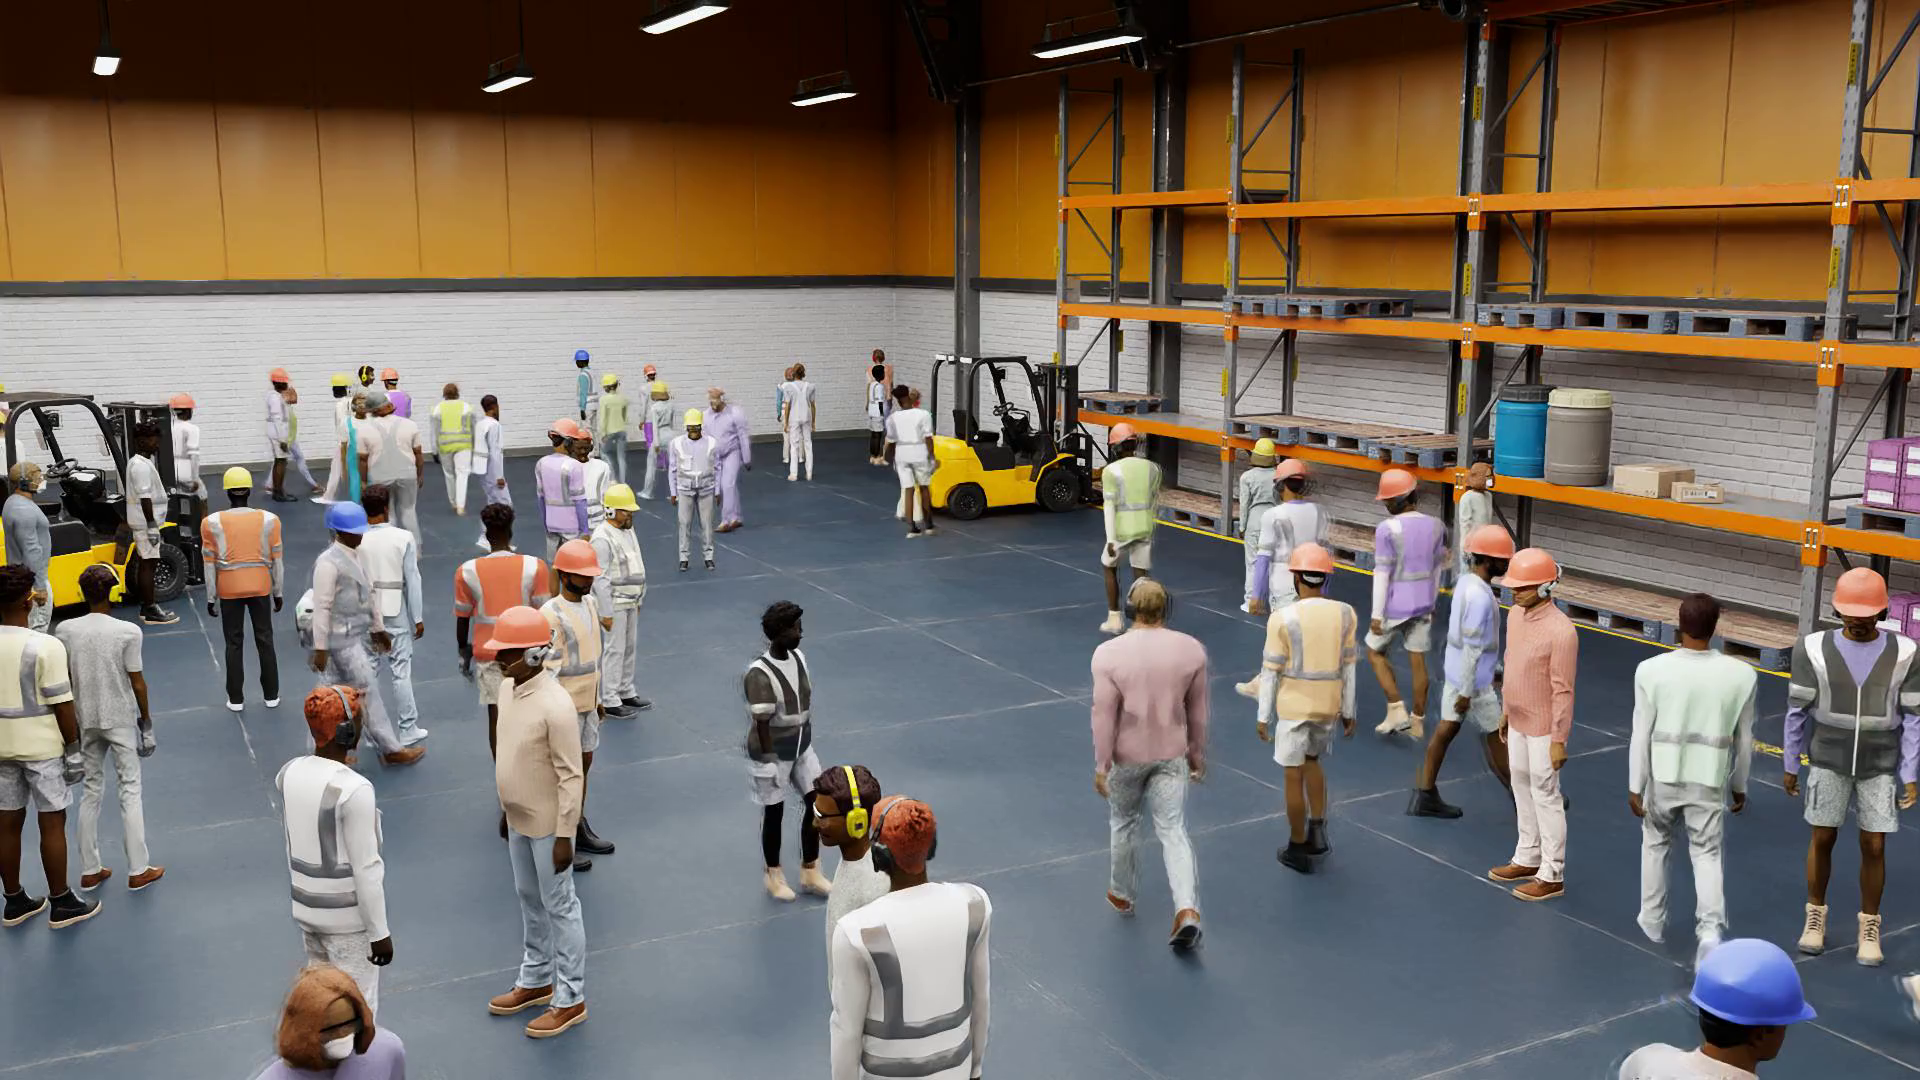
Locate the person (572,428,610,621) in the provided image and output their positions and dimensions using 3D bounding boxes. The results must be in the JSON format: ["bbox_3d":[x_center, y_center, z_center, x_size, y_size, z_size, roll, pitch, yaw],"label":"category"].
[{"bbox_3d":[-3.652,-0.139,16.106,0.573,1.887,0.356,-4,11,-24],"label":"person"}]

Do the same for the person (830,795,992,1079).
[{"bbox_3d":[-0.152,1.738,5.347,0.574,1.876,0.355,-6,12,-33],"label":"person"}]

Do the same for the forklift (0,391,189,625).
[{"bbox_3d":[-9.026,-0.363,16.508,1.214,2.155,2.313,6,11,29],"label":"forklift"}]

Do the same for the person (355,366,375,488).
[{"bbox_3d":[-8.992,-1.709,25.233,0.318,1.860,0.519,-1,10,-8],"label":"person"}]

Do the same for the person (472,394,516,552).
[{"bbox_3d":[-5.570,-0.774,19.784,0.438,1.892,0.655,-6,11,-30],"label":"person"}]

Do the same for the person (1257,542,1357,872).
[{"bbox_3d":[1.996,0.968,9.649,0.577,1.914,0.435,-3,10,-15],"label":"person"}]

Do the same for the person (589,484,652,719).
[{"bbox_3d":[-2.620,0.469,12.808,0.403,1.819,0.601,2,10,10],"label":"person"}]

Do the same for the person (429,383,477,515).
[{"bbox_3d":[-6.937,-1.258,22.855,0.622,1.791,1.004,-2,10,-10],"label":"person"}]

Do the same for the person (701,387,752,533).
[{"bbox_3d":[-3.055,-1.030,21.309,0.651,1.861,0.815,7,12,33],"label":"person"}]

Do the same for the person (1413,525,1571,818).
[{"bbox_3d":[3.355,0.845,10.398,0.984,1.890,0.551,1,10,4],"label":"person"}]

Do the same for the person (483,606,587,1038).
[{"bbox_3d":[-1.953,1.277,7.641,0.391,1.995,0.613,-9,13,-41],"label":"person"}]

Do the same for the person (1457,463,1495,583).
[{"bbox_3d":[4.822,0.086,15.533,0.279,1.634,0.498,10,14,44],"label":"person"}]

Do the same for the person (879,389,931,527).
[{"bbox_3d":[-0.656,-1.071,21.783,0.597,1.792,0.948,-6,12,-32],"label":"person"}]

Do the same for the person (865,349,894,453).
[{"bbox_3d":[-1.425,-2.481,29.702,0.565,1.847,0.396,-7,12,-34],"label":"person"}]

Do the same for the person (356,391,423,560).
[{"bbox_3d":[-6.554,-0.748,19.170,0.725,2.000,0.541,-4,11,-22],"label":"person"}]

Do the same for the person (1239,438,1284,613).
[{"bbox_3d":[3.009,-0.143,16.532,0.493,1.746,0.283,0,10,-2],"label":"person"}]

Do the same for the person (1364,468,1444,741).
[{"bbox_3d":[3.259,0.480,12.171,0.665,2.016,0.438,-4,11,-22],"label":"person"}]

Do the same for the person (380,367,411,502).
[{"bbox_3d":[-8.132,-1.510,23.879,0.369,1.930,0.547,7,12,36],"label":"person"}]

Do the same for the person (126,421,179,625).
[{"bbox_3d":[-7.833,-0.167,16.058,0.374,1.960,0.600,-6,11,-30],"label":"person"}]

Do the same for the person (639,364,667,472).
[{"bbox_3d":[-5.020,-1.983,27.112,0.339,1.748,0.567,8,13,40],"label":"person"}]

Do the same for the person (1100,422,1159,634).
[{"bbox_3d":[1.556,-0.082,15.449,0.618,2.005,0.697,-4,11,-23],"label":"person"}]

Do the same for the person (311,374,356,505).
[{"bbox_3d":[-8.660,-1.413,23.500,1.004,1.871,0.591,1,10,6],"label":"person"}]

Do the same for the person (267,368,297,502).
[{"bbox_3d":[-9.752,-1.501,23.891,0.408,1.916,0.593,-4,11,-22],"label":"person"}]

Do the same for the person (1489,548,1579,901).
[{"bbox_3d":[3.160,1.015,9.224,0.434,1.976,0.613,-2,10,-10],"label":"person"}]

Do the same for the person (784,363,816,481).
[{"bbox_3d":[-2.509,-1.840,26.020,0.506,1.846,0.345,-4,11,-20],"label":"person"}]

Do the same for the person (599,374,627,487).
[{"bbox_3d":[-5.213,-1.618,24.971,0.540,1.750,0.451,-10,14,-44],"label":"person"}]

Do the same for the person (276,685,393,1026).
[{"bbox_3d":[-2.489,1.504,6.686,0.580,1.879,0.352,8,13,38],"label":"person"}]

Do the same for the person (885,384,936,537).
[{"bbox_3d":[-0.598,-1.014,21.055,0.692,1.911,0.706,2,10,11],"label":"person"}]

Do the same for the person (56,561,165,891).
[{"bbox_3d":[-4.795,1.053,9.360,0.504,1.852,0.344,1,10,3],"label":"person"}]

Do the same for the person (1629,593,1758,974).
[{"bbox_3d":[3.675,1.210,8.363,0.596,1.884,0.863,2,10,11],"label":"person"}]

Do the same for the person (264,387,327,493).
[{"bbox_3d":[-9.929,-1.472,24.641,0.870,1.586,0.509,-6,11,-30],"label":"person"}]

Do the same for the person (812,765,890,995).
[{"bbox_3d":[-0.354,1.673,5.748,0.335,1.864,0.505,-2,10,-12],"label":"person"}]

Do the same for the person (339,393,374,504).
[{"bbox_3d":[-7.367,-0.887,20.531,0.509,1.846,0.342,-5,11,-27],"label":"person"}]

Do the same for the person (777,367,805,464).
[{"bbox_3d":[-2.841,-2.107,28.156,0.523,1.636,0.311,-1,10,-9],"label":"person"}]

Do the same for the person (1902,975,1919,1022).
[{"bbox_3d":[4.518,1.503,7.242,0.593,1.679,0.541,8,12,37],"label":"person"}]

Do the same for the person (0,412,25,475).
[{"bbox_3d":[-11.099,-0.617,19.282,0.545,1.735,0.728,-5,11,-25],"label":"person"}]

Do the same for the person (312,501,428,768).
[{"bbox_3d":[-4.103,0.664,11.432,0.877,1.894,0.615,-2,10,-10],"label":"person"}]

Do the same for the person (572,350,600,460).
[{"bbox_3d":[-6.305,-2.240,28.069,0.414,1.939,0.614,1,10,5],"label":"person"}]

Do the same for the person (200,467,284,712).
[{"bbox_3d":[-5.598,0.385,13.017,0.581,1.918,0.393,-6,12,-32],"label":"person"}]

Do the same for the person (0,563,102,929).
[{"bbox_3d":[-4.931,1.089,8.805,0.613,1.965,0.361,2,10,9],"label":"person"}]

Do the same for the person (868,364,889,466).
[{"bbox_3d":[-1.370,-2.096,27.916,0.316,1.695,0.542,-3,10,-17],"label":"person"}]

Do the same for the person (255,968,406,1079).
[{"bbox_3d":[-1.783,1.966,4.767,0.385,1.611,0.565,9,13,41],"label":"person"}]

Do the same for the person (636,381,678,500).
[{"bbox_3d":[-4.350,-1.436,24.043,0.811,1.713,0.484,7,12,35],"label":"person"}]

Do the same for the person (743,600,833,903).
[{"bbox_3d":[-0.920,1.182,9.111,0.521,1.682,0.573,8,13,38],"label":"person"}]

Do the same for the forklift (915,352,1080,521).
[{"bbox_3d":[0.460,-1.461,22.833,2.313,2.155,1.214,-5,11,-28],"label":"forklift"}]

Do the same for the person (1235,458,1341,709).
[{"bbox_3d":[2.594,0.365,12.967,0.640,1.982,1.039,-8,12,-37],"label":"person"}]

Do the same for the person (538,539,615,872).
[{"bbox_3d":[-2.225,0.948,9.710,0.377,1.932,0.551,3,10,17],"label":"person"}]

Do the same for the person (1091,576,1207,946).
[{"bbox_3d":[1.010,1.144,8.686,0.644,1.913,0.927,-2,10,-11],"label":"person"}]

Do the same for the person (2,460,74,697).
[{"bbox_3d":[-7.396,0.327,13.278,0.372,1.940,0.630,-7,12,-36],"label":"person"}]

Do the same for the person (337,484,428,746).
[{"bbox_3d":[-4.189,0.550,12.048,0.587,1.920,0.391,0,10,-1],"label":"person"}]

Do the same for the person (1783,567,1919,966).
[{"bbox_3d":[4.502,1.131,8.407,0.623,2.028,0.410,5,11,26],"label":"person"}]

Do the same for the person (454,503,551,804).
[{"bbox_3d":[-2.999,0.715,11.024,0.650,1.936,0.880,-2,10,-13],"label":"person"}]

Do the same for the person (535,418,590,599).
[{"bbox_3d":[-3.686,-0.127,15.610,0.606,2.037,0.382,7,12,34],"label":"person"}]

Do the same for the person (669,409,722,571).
[{"bbox_3d":[-2.974,-0.564,18.708,0.590,1.833,0.403,-2,10,-13],"label":"person"}]

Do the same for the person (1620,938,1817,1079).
[{"bbox_3d":[1.964,1.912,4.175,0.757,1.921,0.646,-3,10,-16],"label":"person"}]
